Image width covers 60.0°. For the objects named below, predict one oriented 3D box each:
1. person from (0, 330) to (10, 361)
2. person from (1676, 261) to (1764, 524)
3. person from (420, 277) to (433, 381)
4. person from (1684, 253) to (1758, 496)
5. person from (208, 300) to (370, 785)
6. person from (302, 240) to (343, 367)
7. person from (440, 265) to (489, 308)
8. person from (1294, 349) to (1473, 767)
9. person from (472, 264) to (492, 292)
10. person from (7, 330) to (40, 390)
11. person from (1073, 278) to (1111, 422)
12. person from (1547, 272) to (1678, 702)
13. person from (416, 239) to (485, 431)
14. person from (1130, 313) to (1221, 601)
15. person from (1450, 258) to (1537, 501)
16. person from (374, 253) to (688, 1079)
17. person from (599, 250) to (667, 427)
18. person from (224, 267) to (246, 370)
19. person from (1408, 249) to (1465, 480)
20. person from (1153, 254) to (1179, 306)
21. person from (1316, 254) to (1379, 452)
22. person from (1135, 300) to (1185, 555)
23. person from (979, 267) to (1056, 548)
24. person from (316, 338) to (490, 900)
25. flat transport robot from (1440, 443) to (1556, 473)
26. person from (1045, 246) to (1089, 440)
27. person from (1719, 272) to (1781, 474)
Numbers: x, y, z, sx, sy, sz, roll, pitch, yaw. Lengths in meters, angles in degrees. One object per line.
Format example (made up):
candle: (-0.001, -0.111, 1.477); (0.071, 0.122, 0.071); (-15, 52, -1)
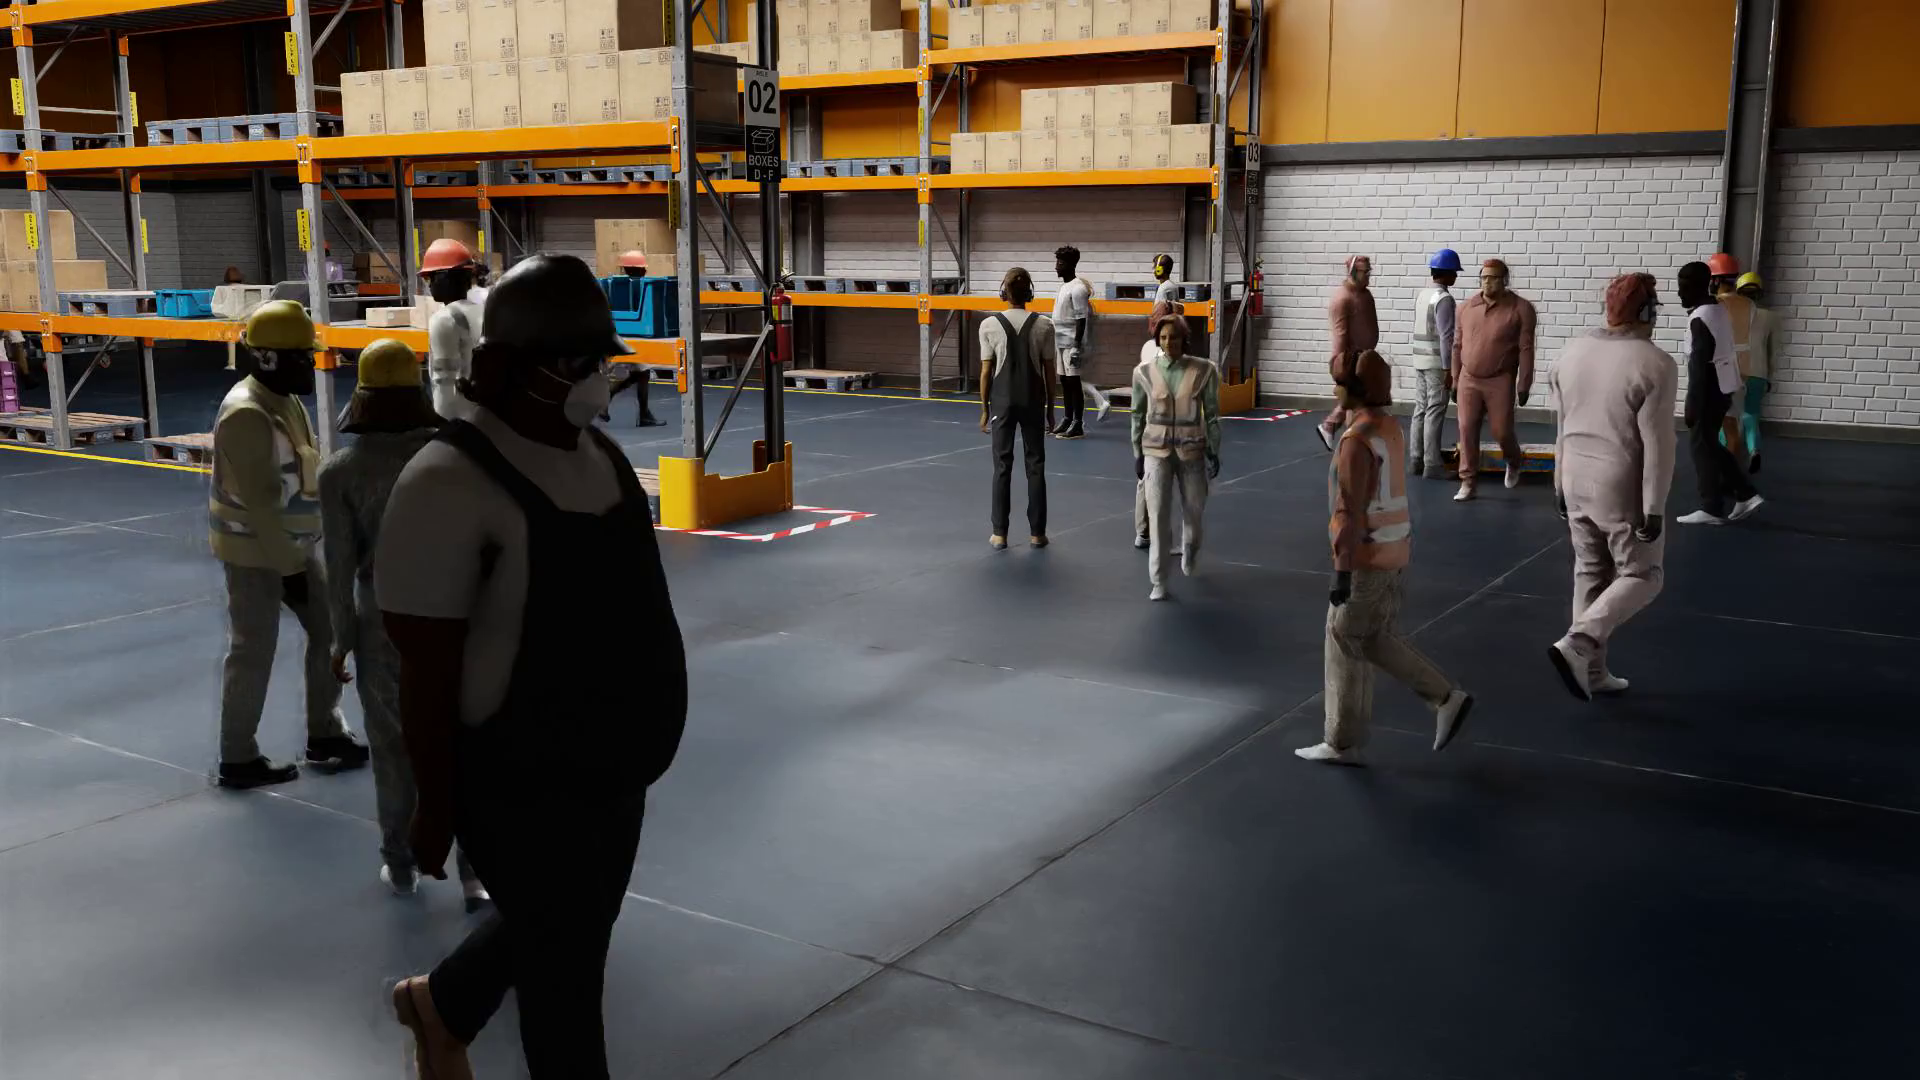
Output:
person: (-12.269, -2.734, 20.929); (0.611, 1.986, 0.392); (0, 10, 1)
person: (5.359, -1.023, 11.763); (0.633, 1.872, 0.655); (6, 12, 32)
person: (-7.199, -3.099, 23.180); (0.635, 1.912, 0.925); (-6, 12, -31)
person: (6.042, -1.303, 13.200); (0.546, 1.919, 0.457); (-3, 11, -17)
person: (-2.476, 0.018, 6.182); (0.679, 1.803, 0.639); (-1, 10, -7)
person: (-10.126, -3.764, 26.518); (0.602, 2.034, 0.411); (-3, 11, -18)
person: (-5.097, -1.991, 17.112); (0.592, 1.897, 0.938); (-5, 11, -25)
person: (1.625, 0.084, 6.334); (0.553, 1.618, 0.544); (5, 12, 28)
person: (-6.565, -2.940, 22.871); (0.317, 1.696, 0.540); (6, 12, 32)
person: (-12.919, -2.956, 22.476); (1.045, 1.879, 0.542); (6, 12, 31)
person: (1.351, -2.018, 17.982); (0.449, 1.619, 0.500); (5, 11, 25)
person: (2.791, -0.206, 7.210); (0.557, 1.892, 0.652); (-5, 11, -26)
person: (-2.729, -0.616, 9.076); (0.531, 2.022, 0.640); (2, 10, 12)
person: (1.237, -0.495, 9.544); (0.521, 1.617, 0.668); (2, 10, 11)
person: (4.171, -1.252, 13.017); (0.649, 1.888, 0.707); (8, 13, 37)
person: (-0.940, 0.383, 3.511); (0.862, 2.000, 0.688); (4, 11, 23)
person: (-3.593, -2.163, 17.968); (0.717, 1.919, 0.549); (-3, 11, -16)
person: (-11.187, -3.429, 25.843); (0.763, 1.608, 0.509); (6, 12, 32)
person: (4.059, -1.491, 14.152); (0.400, 1.944, 0.618); (-1, 10, -7)
person: (2.252, -2.205, 18.338); (0.317, 1.865, 0.523); (4, 11, 21)
person: (3.683, -1.722, 15.609); (0.633, 1.907, 0.705); (7, 12, 33)
person: (1.308, -0.725, 10.763); (0.310, 1.638, 0.522); (-3, 11, -16)
person: (0.377, -0.859, 10.933); (0.506, 1.846, 0.346); (0, 10, 0)
person: (-1.674, 0.259, 5.086); (0.491, 1.757, 0.381); (-4, 11, -23)
flat transport robot: (4.888, -0.706, 14.448); (1.431, 0.197, 0.652); (3, 11, 14)
person: (1.106, -2.009, 16.968); (0.362, 1.965, 0.611); (-3, 11, -14)
person: (6.607, -1.379, 14.051); (0.542, 1.747, 0.400); (1, 10, 4)
